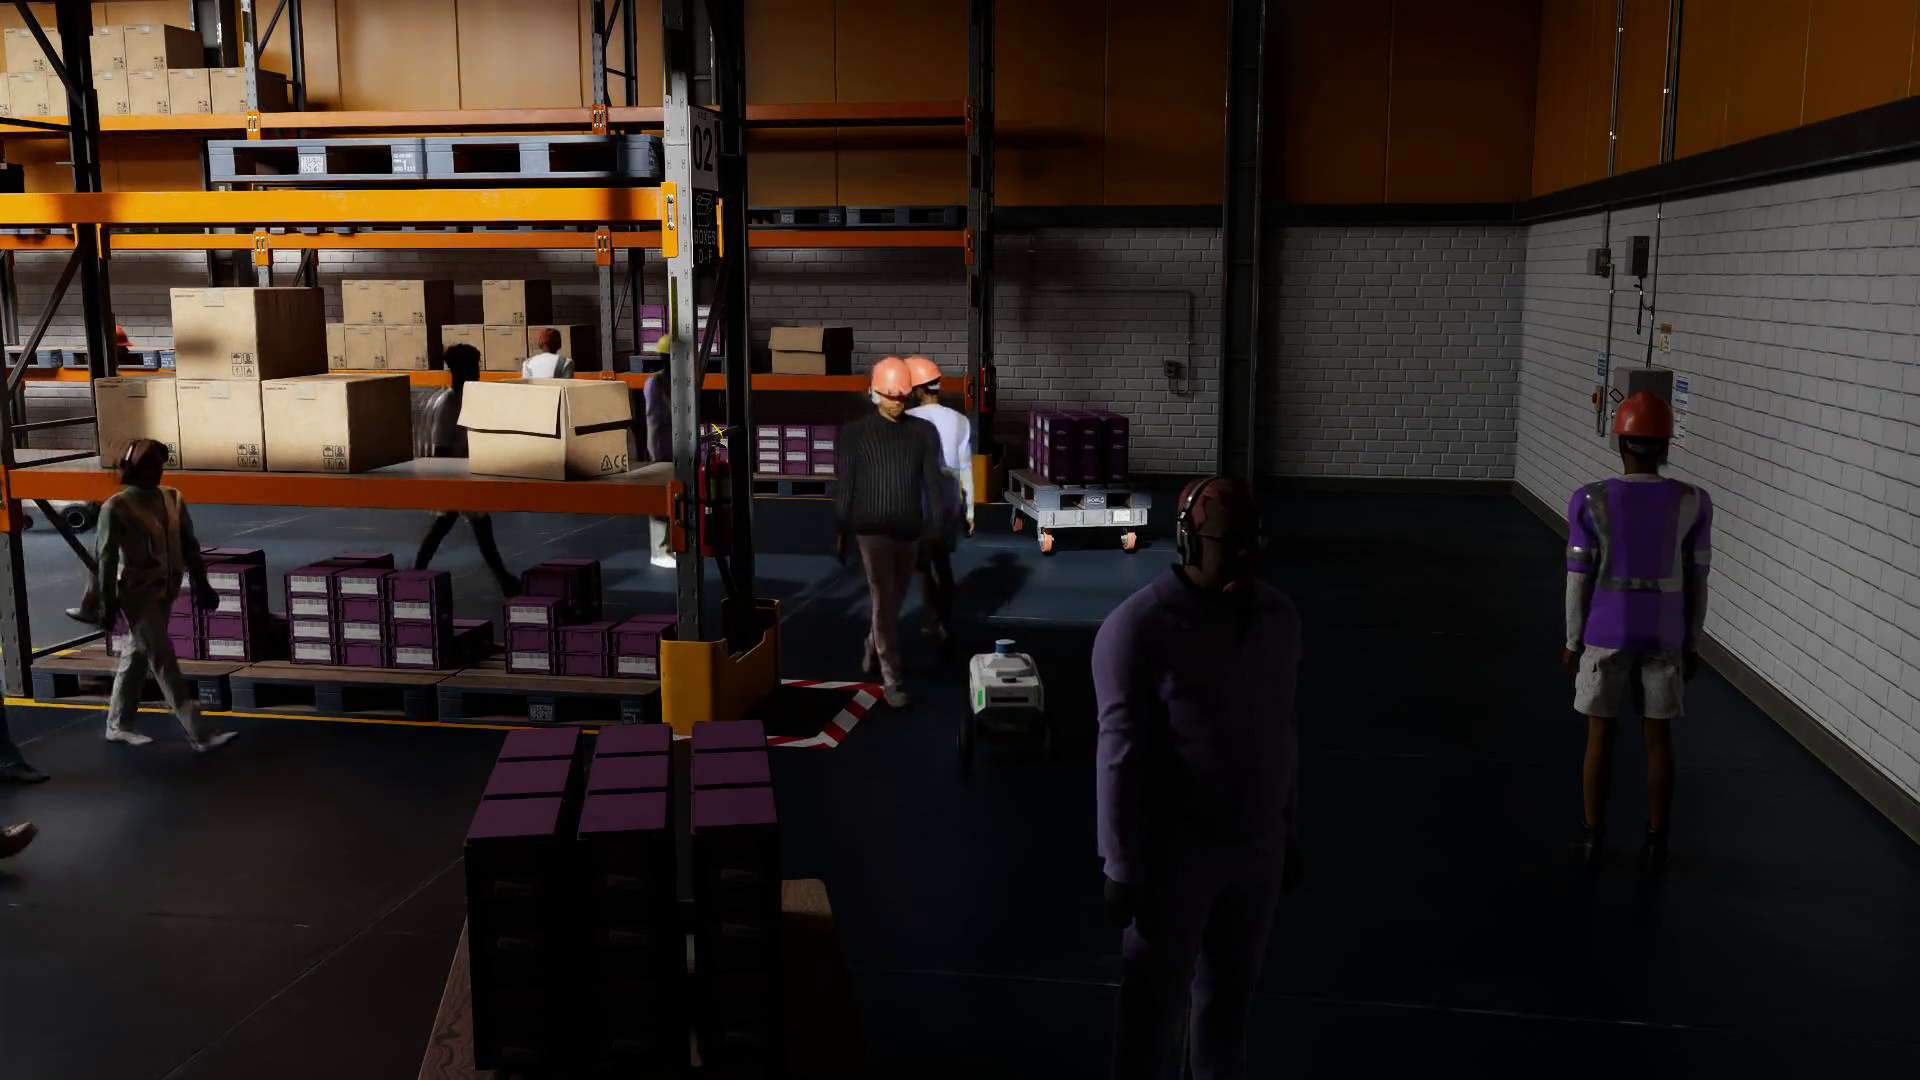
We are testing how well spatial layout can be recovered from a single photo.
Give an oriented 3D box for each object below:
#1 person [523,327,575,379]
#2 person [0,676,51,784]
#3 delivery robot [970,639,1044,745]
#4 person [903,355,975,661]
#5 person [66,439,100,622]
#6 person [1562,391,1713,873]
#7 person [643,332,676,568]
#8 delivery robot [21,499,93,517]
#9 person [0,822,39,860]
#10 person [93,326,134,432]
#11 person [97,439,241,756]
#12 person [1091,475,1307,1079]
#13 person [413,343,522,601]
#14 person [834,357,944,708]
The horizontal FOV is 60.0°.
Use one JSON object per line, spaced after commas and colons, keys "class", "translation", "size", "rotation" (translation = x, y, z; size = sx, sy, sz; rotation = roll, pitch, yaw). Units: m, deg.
{"class": "person", "translation": [-4.278, -1.267, 17.145], "size": [0.718, 1.860, 0.470], "rotation": [2, 9, 14]}
{"class": "person", "translation": [-4.736, 0.307, 7.722], "size": [0.768, 1.736, 0.530], "rotation": [3, 10, 15]}
{"class": "delivery robot", "translation": [0.229, 0.744, 8.374], "size": [0.477, 0.478, 0.707], "rotation": [0, 9, -2]}
{"class": "person", "translation": [-0.143, -0.203, 10.423], "size": [0.542, 1.908, 0.839], "rotation": [-5, 10, -29]}
{"class": "person", "translation": [-5.714, -0.210, 11.380], "size": [0.878, 1.588, 0.543], "rotation": [2, 9, 13]}
{"class": "person", "translation": [2.695, 0.375, 6.677], "size": [0.544, 1.939, 0.354], "rotation": [2, 9, 11]}
{"class": "person", "translation": [-2.361, -0.741, 13.642], "size": [0.387, 1.922, 0.593], "rotation": [2, 9, 14]}
{"class": "delivery robot", "translation": [-8.419, -0.393, 15.418], "size": [0.707, 0.478, 0.477], "rotation": [-3, 9, -16]}
{"class": "person", "translation": [-4.004, 0.514, 6.254], "size": [0.910, 1.795, 0.642], "rotation": [-7, 12, -39]}
{"class": "person", "translation": [-7.477, -0.928, 14.758], "size": [0.375, 1.939, 0.546], "rotation": [-5, 10, -28]}
{"class": "person", "translation": [-3.984, 0.291, 8.296], "size": [0.893, 1.583, 0.514], "rotation": [2, 9, 12]}
{"class": "person", "translation": [0.644, 0.781, 4.258], "size": [0.650, 1.906, 0.401], "rotation": [-6, 11, -32]}
{"class": "person", "translation": [-3.622, -0.479, 12.118], "size": [1.062, 1.908, 0.608], "rotation": [-1, 9, -4]}
{"class": "person", "translation": [-0.423, -0.092, 9.566], "size": [0.616, 1.943, 1.027], "rotation": [-3, 10, -20]}
